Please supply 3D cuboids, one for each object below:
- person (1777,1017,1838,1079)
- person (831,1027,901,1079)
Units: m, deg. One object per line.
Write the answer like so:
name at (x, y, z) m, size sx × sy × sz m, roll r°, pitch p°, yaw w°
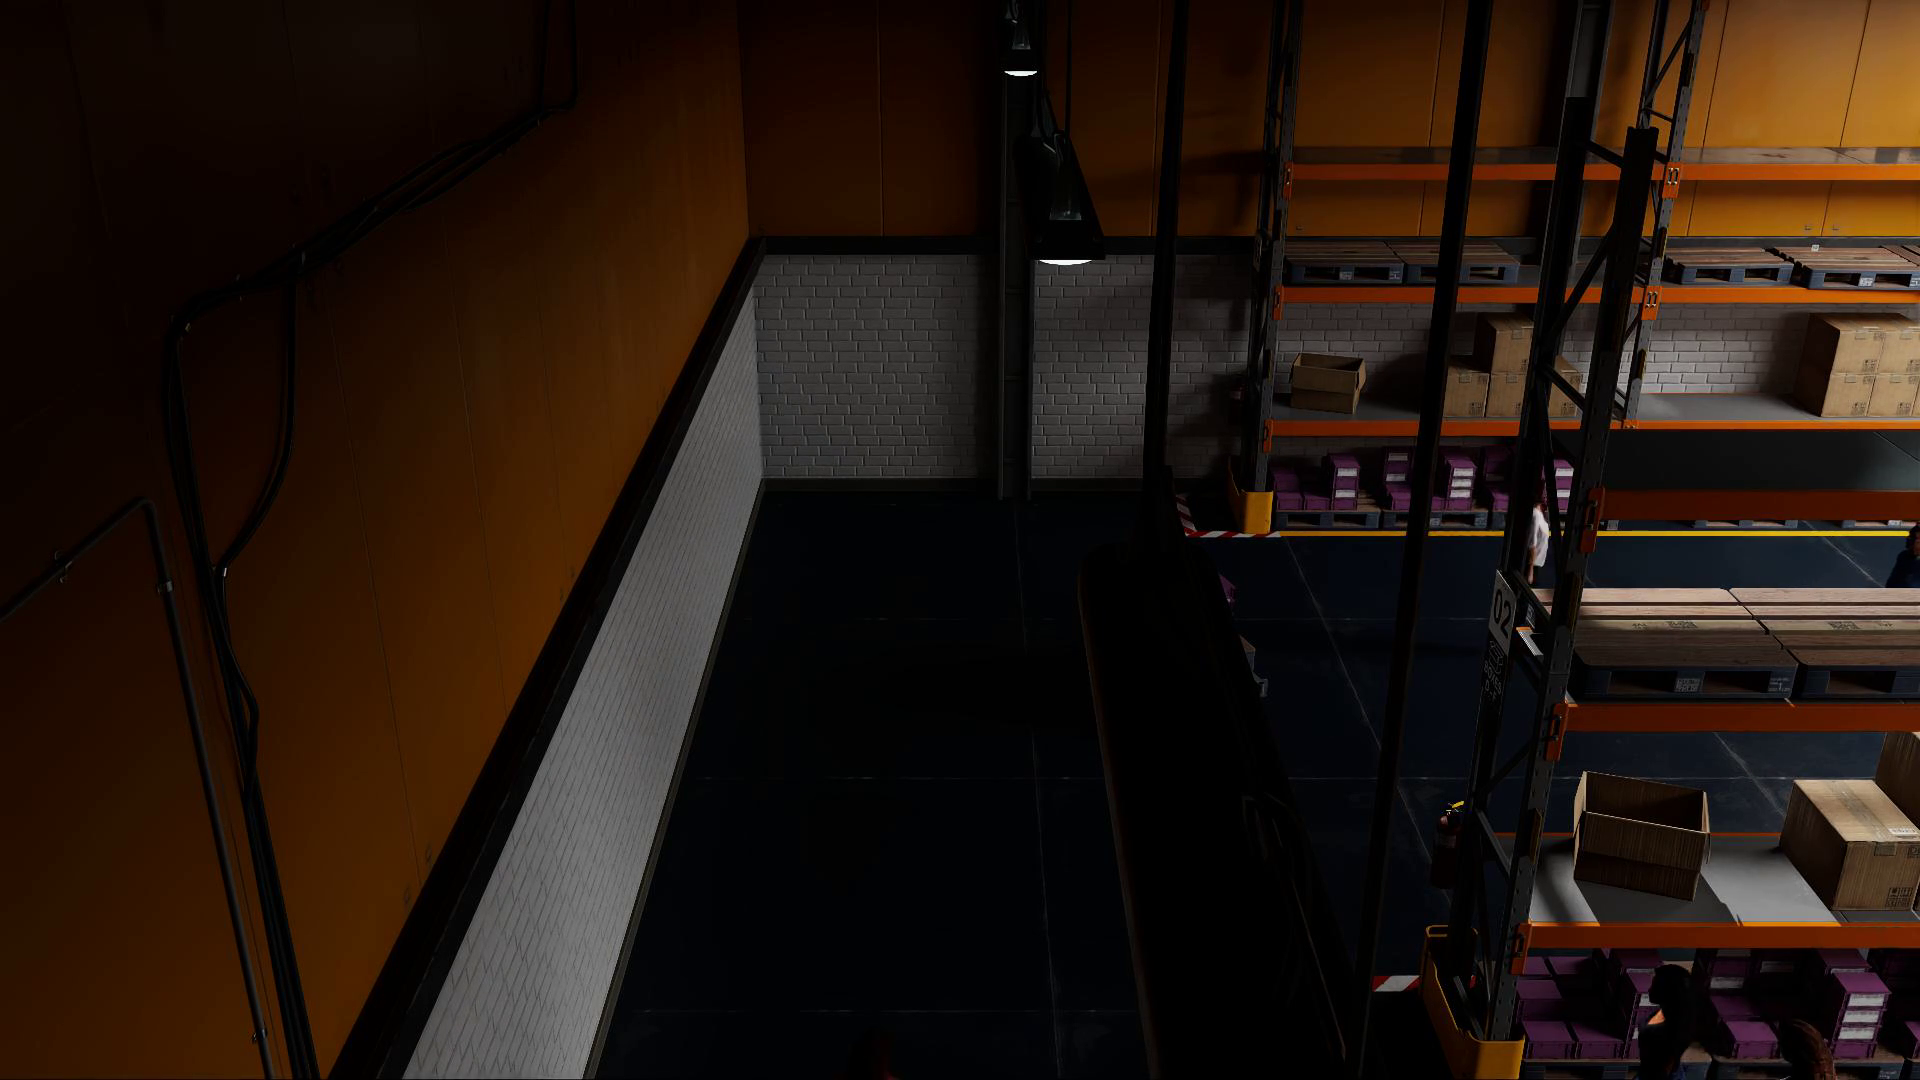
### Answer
person at (4.413, 3.362, 8.705) m, size 1.041 × 1.665 × 0.900 m, roll -9°, pitch 25°, yaw -20°
person at (-0.530, 3.346, 8.740) m, size 0.539 × 1.666 × 0.716 m, roll -4°, pitch 24°, yaw -9°
